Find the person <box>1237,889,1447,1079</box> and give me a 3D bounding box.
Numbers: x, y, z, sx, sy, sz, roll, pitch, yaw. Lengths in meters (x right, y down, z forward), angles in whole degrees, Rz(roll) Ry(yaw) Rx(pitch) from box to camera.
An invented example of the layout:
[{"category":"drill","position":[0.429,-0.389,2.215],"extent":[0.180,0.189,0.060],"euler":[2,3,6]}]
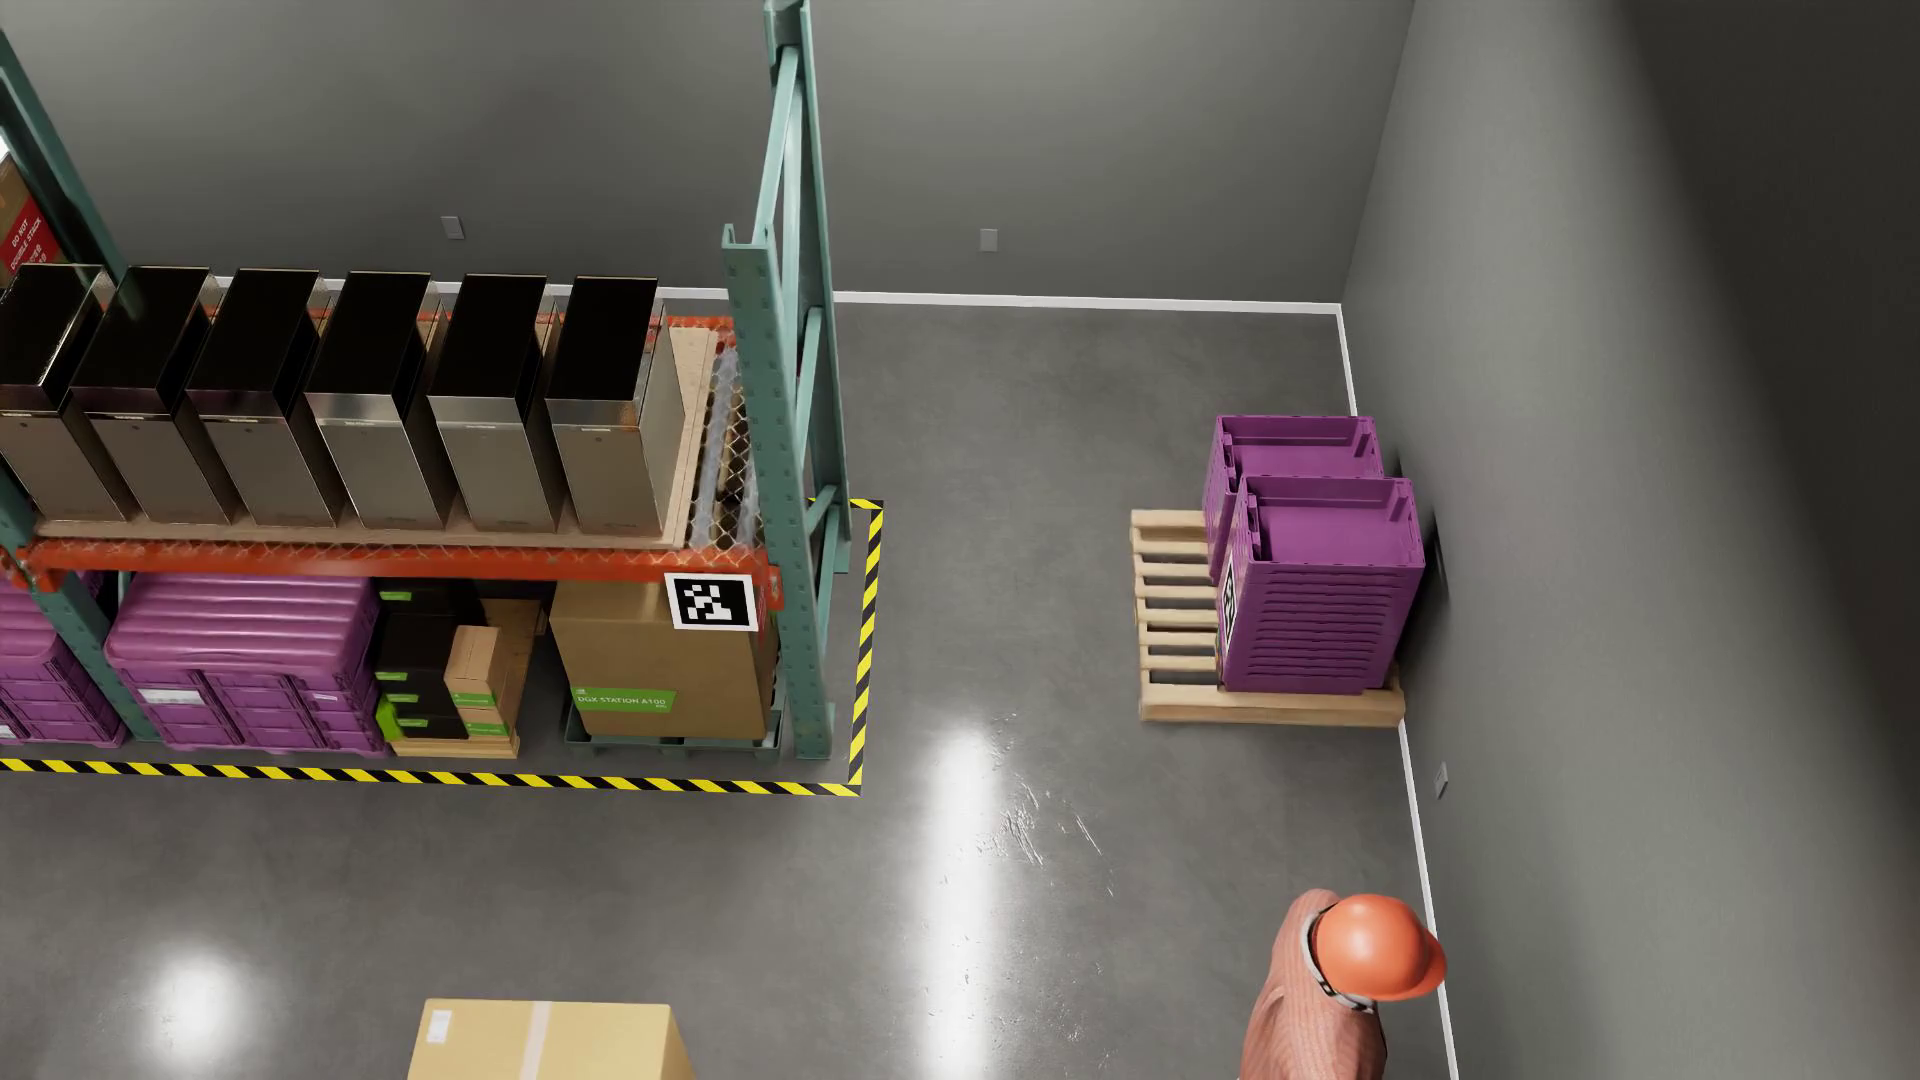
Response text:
[{"category":"person","position":[0.936,1.468,4.507],"extent":[0.380,1.995,0.611],"euler":[1,52,1]}]
